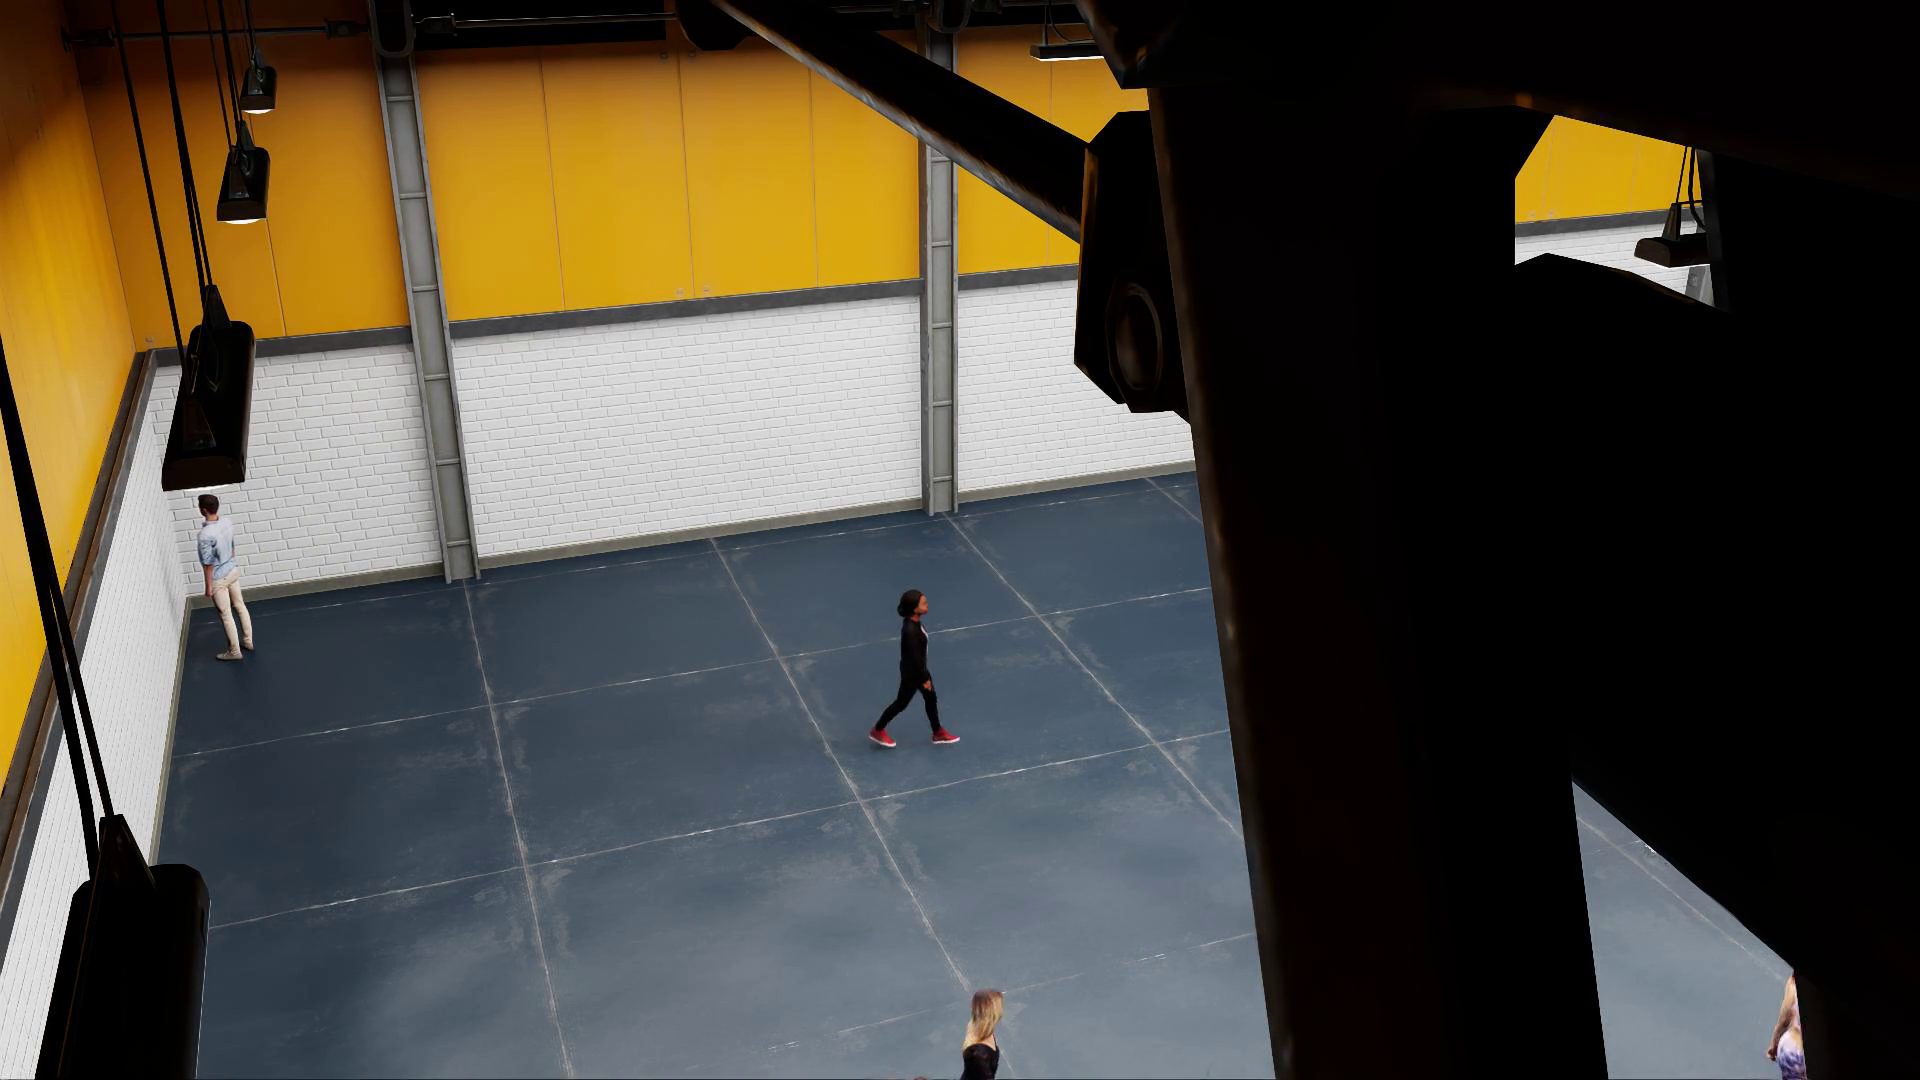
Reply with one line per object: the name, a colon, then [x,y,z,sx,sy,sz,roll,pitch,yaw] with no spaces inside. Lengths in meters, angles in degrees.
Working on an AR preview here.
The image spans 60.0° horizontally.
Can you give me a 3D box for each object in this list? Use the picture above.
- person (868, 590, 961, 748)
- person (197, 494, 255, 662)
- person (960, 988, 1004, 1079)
person: [-0.523,1.264,15.750,1.179,1.639,0.919,2,24,5]
person: [-7.768,0.375,17.524,0.744,1.847,0.732,5,24,12]
person: [0.013,3.566,10.501,1.128,1.625,0.912,4,24,10]
